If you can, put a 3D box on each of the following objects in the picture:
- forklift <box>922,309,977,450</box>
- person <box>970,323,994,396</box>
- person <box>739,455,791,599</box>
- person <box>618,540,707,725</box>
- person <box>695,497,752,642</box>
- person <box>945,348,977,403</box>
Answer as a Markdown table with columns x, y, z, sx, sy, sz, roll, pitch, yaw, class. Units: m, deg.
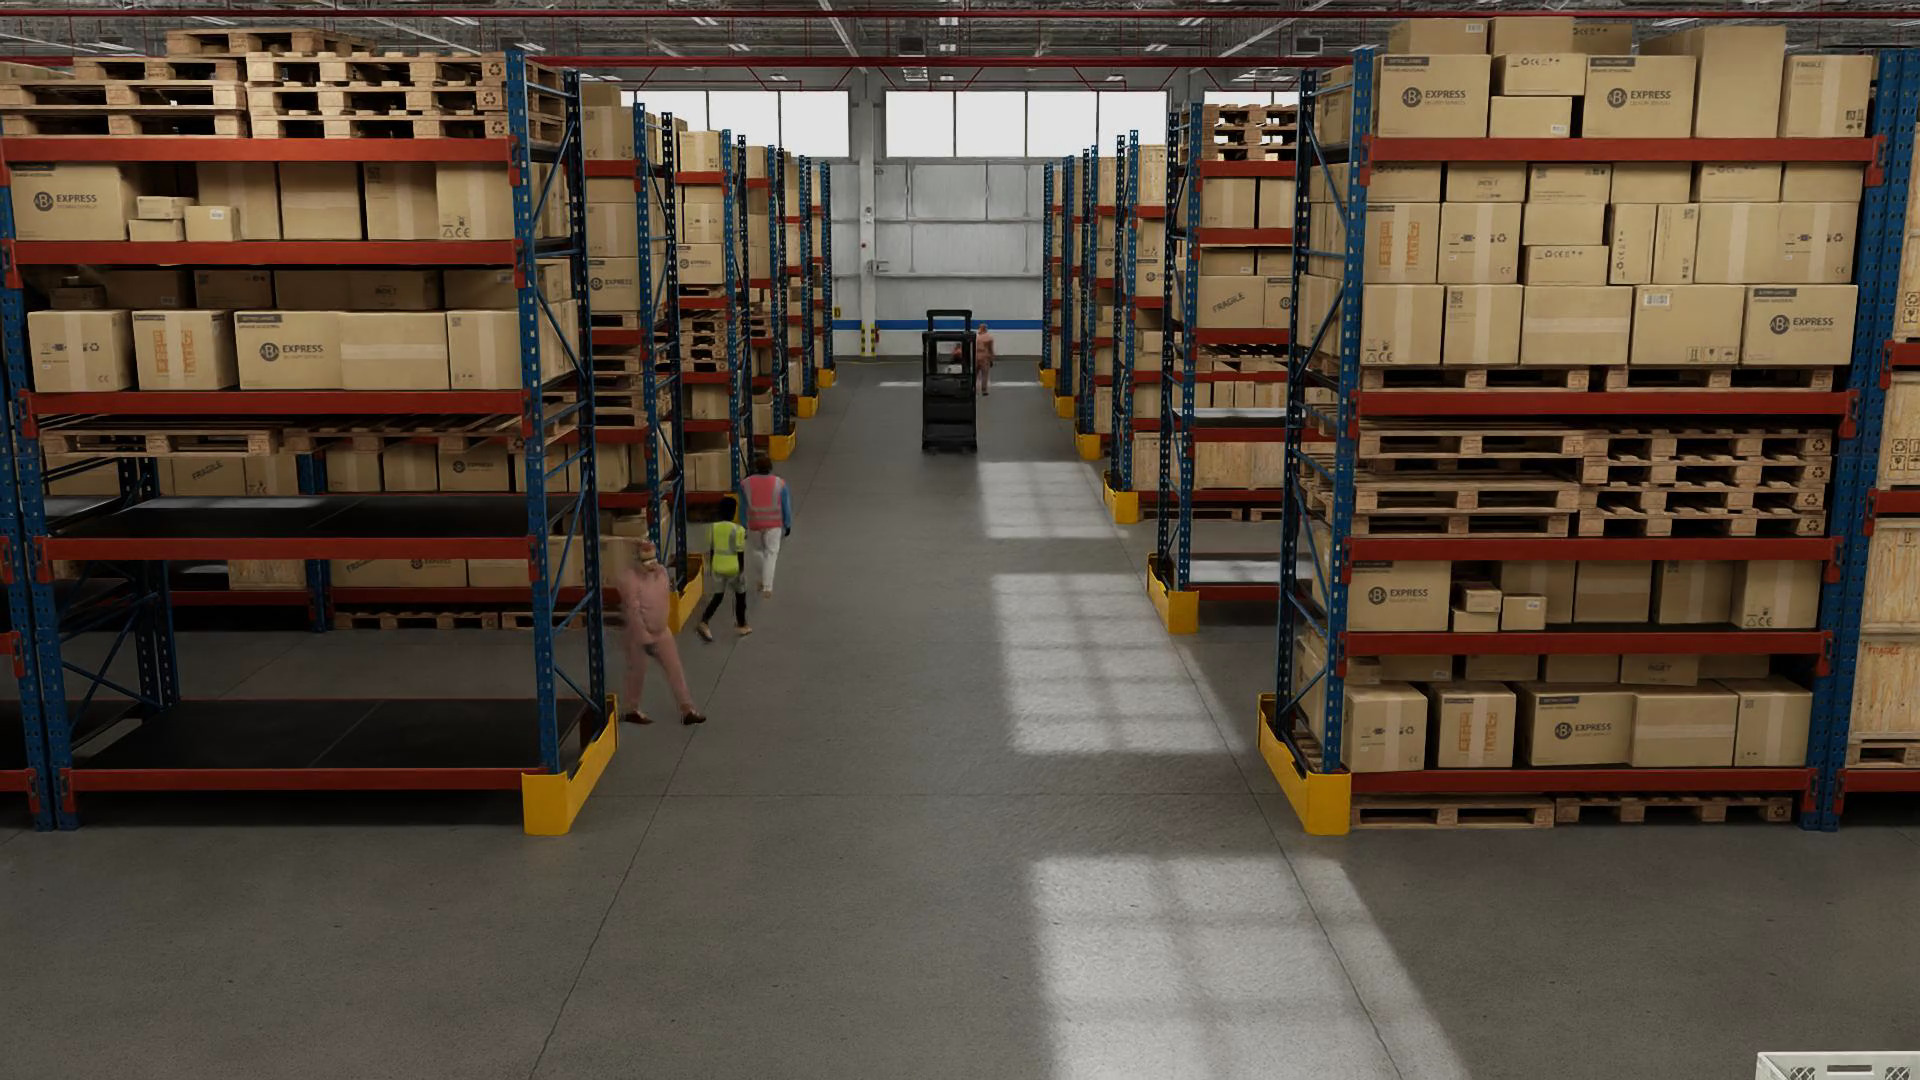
| x | y | z | sx | sy | sz | roll | pitch | yaw | class |
| --- | --- | --- | --- | --- | --- | --- | --- | --- | --- |
| -0.222 | -3.363 | 34.366 | 1.129 | 2.768 | 1.873 | 0 | 11 | -1 | forklift |
| 0.569 | -4.725 | 43.597 | 0.659 | 1.888 | 0.405 | 3 | 12 | 15 | person |
| -2.486 | -0.202 | 21.383 | 0.655 | 1.799 | 0.917 | 0 | 11 | 2 | person |
| -2.891 | 0.907 | 15.789 | 0.921 | 1.845 | 0.667 | 8 | 14 | 35 | person |
| -2.728 | 0.346 | 19.036 | 0.535 | 1.668 | 0.792 | 6 | 13 | 29 | person |
| 0.037 | -3.018 | 34.818 | 0.614 | 2.006 | 0.888 | 3 | 12 | 17 | person |
